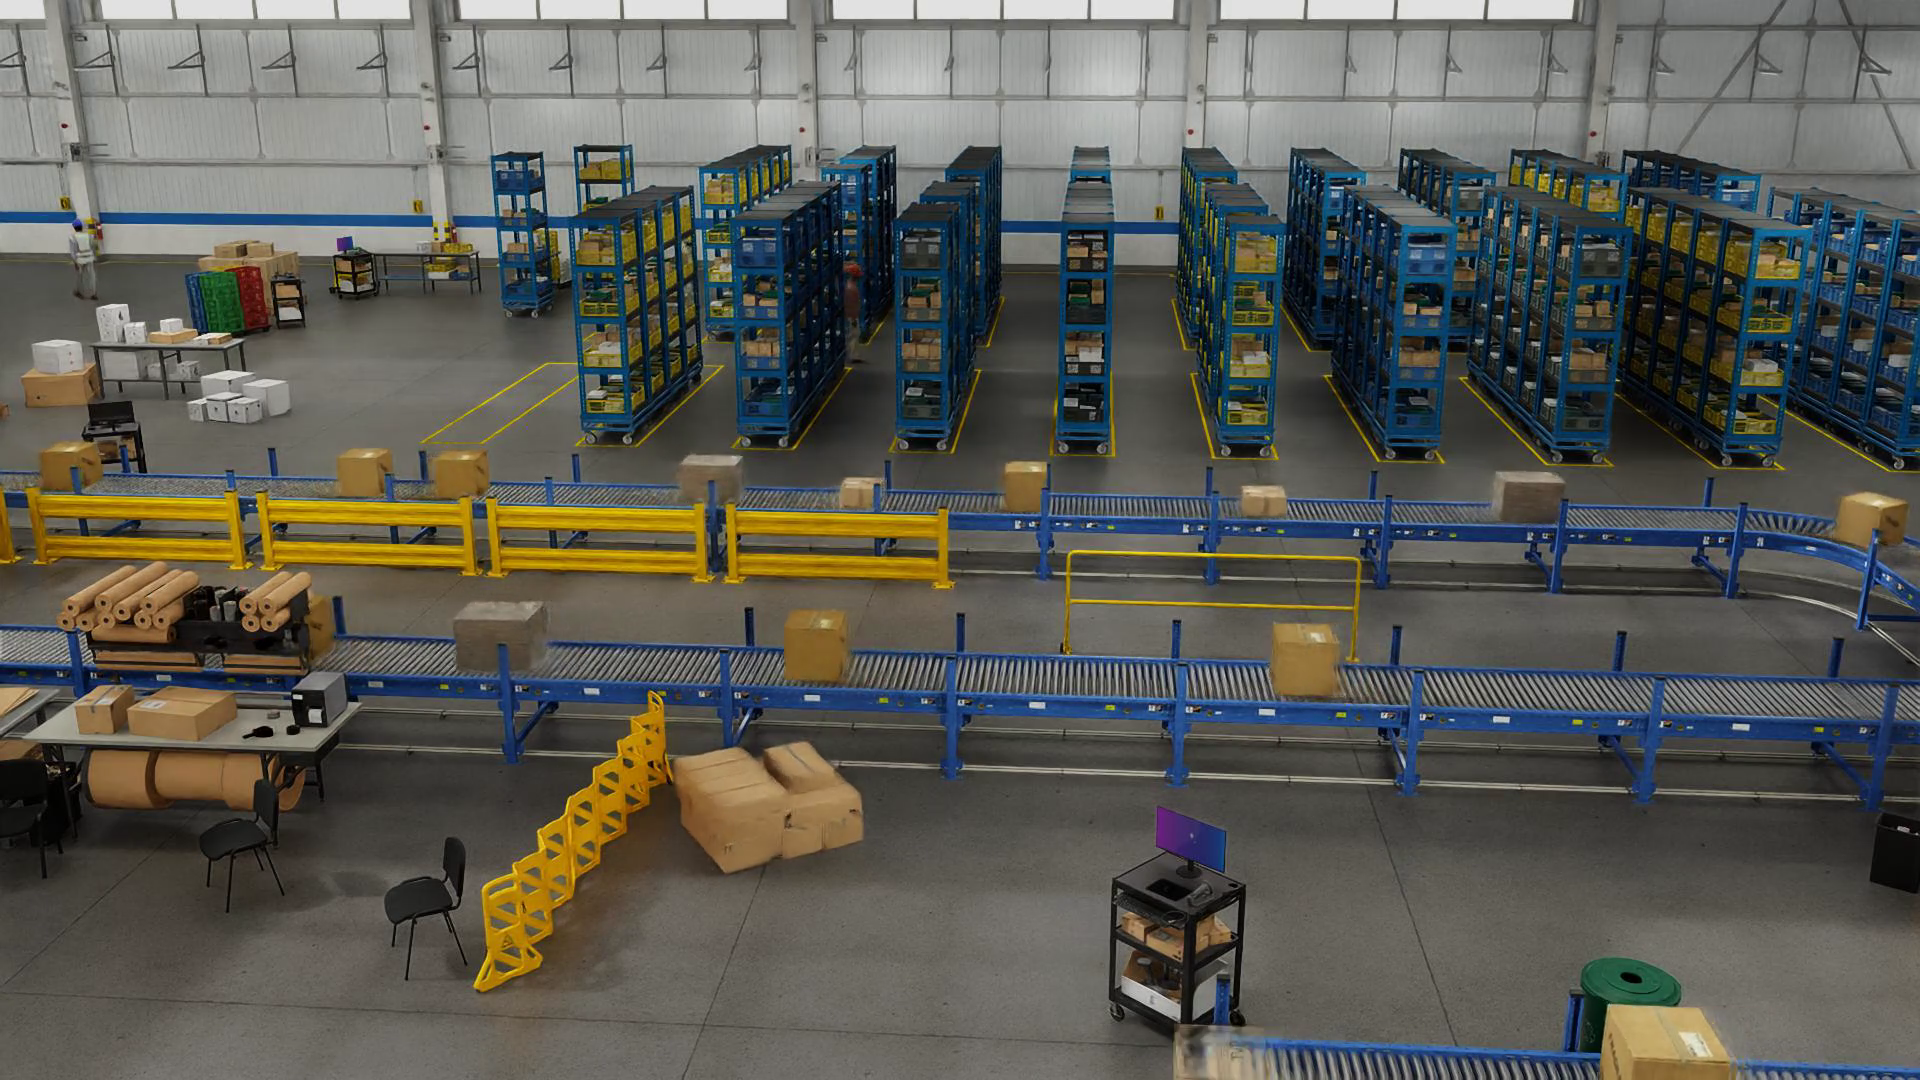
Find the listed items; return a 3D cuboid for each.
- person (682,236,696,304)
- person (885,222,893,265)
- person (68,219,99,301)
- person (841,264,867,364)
[{"bbox_3d":[-6.248,-6.203,38.330,0.408,1.791,0.682,-1,18,-2],"label":"person"},{"bbox_3d":[-1.922,-7.427,42.097,0.565,1.850,0.390,-16,23,-41],"label":"person"},{"bbox_3d":[-20.935,-6.687,39.665,0.977,1.899,0.615,15,23,40],"label":"person"},{"bbox_3d":[-2.146,-4.366,32.217,0.619,1.964,0.616,0,17,-1],"label":"person"}]
